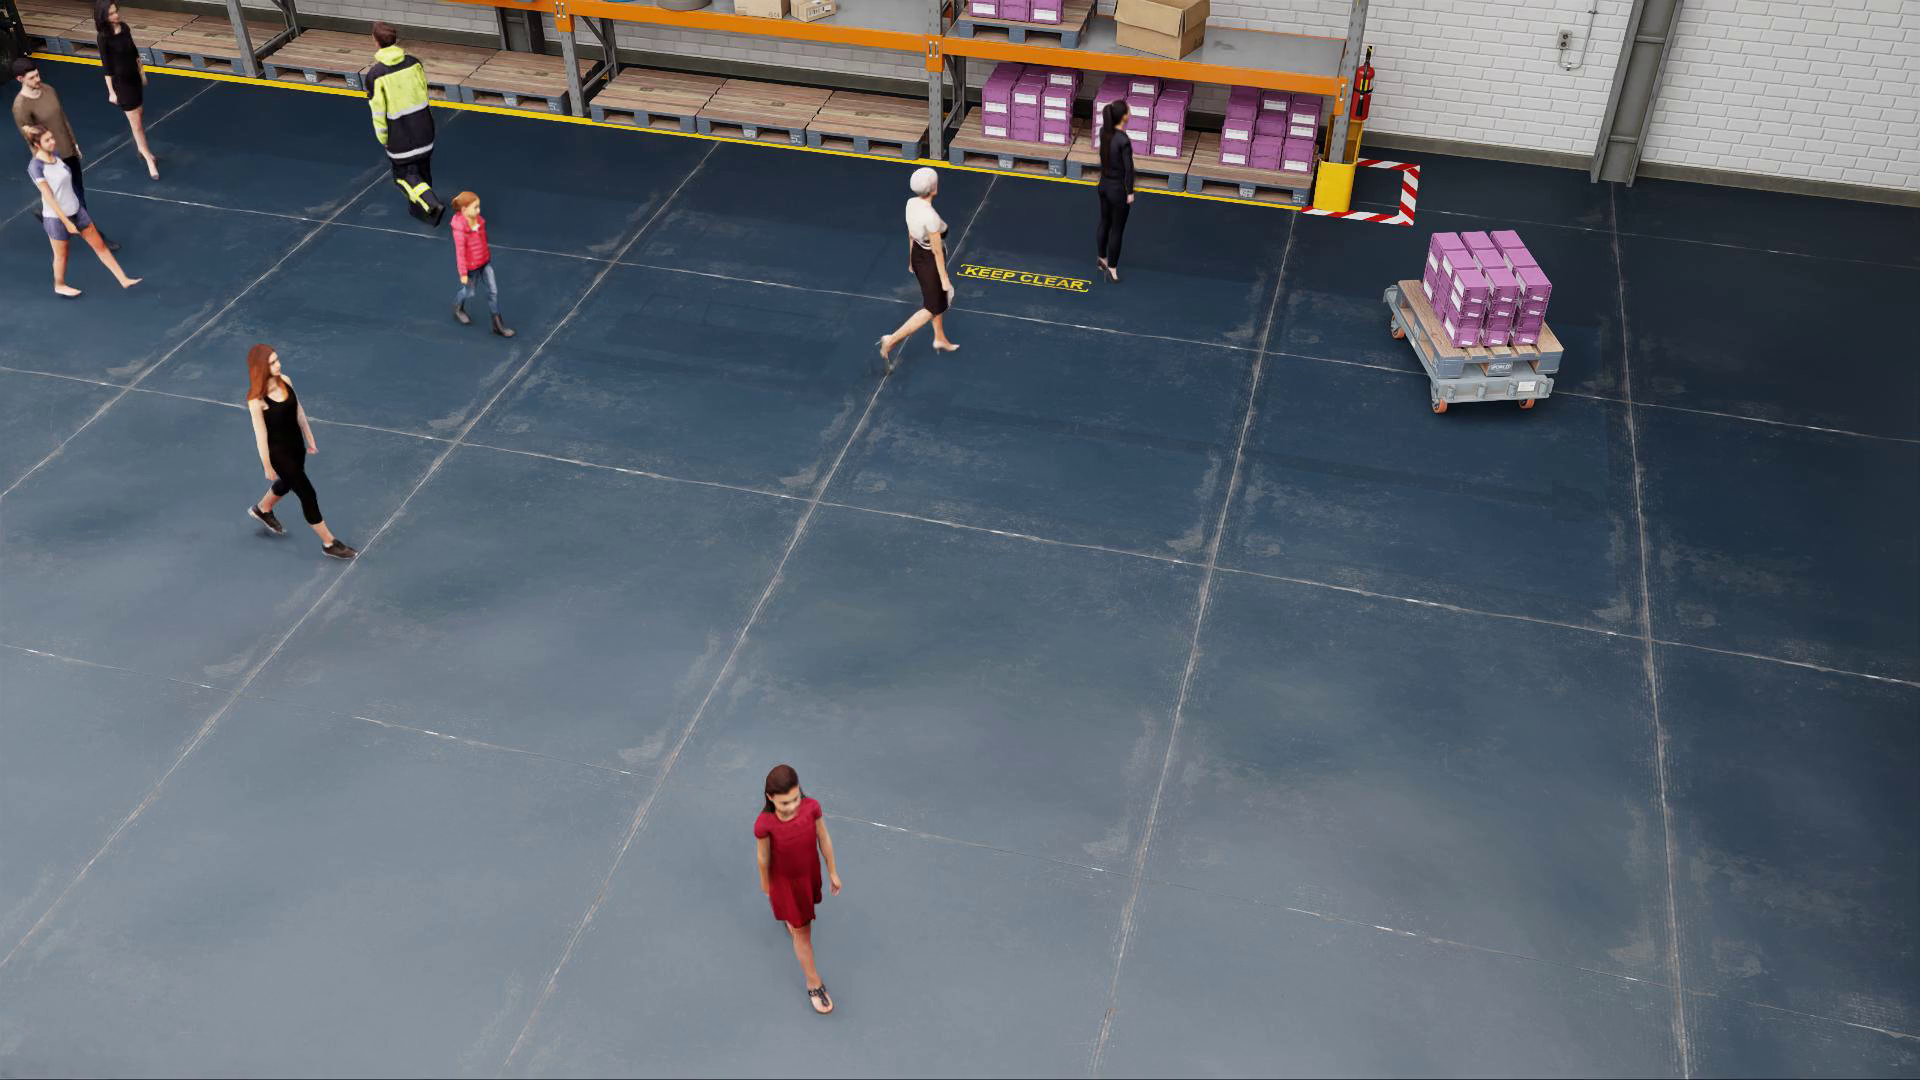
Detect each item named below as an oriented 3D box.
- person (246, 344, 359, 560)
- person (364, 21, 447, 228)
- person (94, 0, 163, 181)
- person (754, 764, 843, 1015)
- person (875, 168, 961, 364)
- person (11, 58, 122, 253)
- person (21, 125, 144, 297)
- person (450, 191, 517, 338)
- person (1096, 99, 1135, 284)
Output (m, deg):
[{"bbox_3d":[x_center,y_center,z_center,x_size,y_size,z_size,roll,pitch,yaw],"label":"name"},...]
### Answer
[{"bbox_3d":[-4.787,-0.621,11.622,1.107,1.692,0.576,9,39,11],"label":"person"},{"bbox_3d":[-5.061,-3.779,15.359,1.111,1.963,0.979,26,45,29],"label":"person"},{"bbox_3d":[-8.200,-4.462,16.359,0.624,1.782,0.641,4,39,5],"label":"person"},{"bbox_3d":[-0.899,1.704,8.848,0.968,1.519,1.057,-22,43,-25],"label":"person"},{"bbox_3d":[-0.338,-2.170,13.530,1.109,1.731,0.979,-14,41,-17],"label":"person"},{"bbox_3d":[-8.245,-3.473,15.057,1.083,1.861,0.727,6,39,8],"label":"person"},{"bbox_3d":[-7.865,-2.816,14.463,1.021,1.574,0.641,6,39,8],"label":"person"},{"bbox_3d":[-4.162,-2.342,14.103,0.973,1.284,0.712,23,44,26],"label":"person"},{"bbox_3d":[1.361,-3.068,14.668,0.691,1.713,0.633,-20,43,-23],"label":"person"}]
